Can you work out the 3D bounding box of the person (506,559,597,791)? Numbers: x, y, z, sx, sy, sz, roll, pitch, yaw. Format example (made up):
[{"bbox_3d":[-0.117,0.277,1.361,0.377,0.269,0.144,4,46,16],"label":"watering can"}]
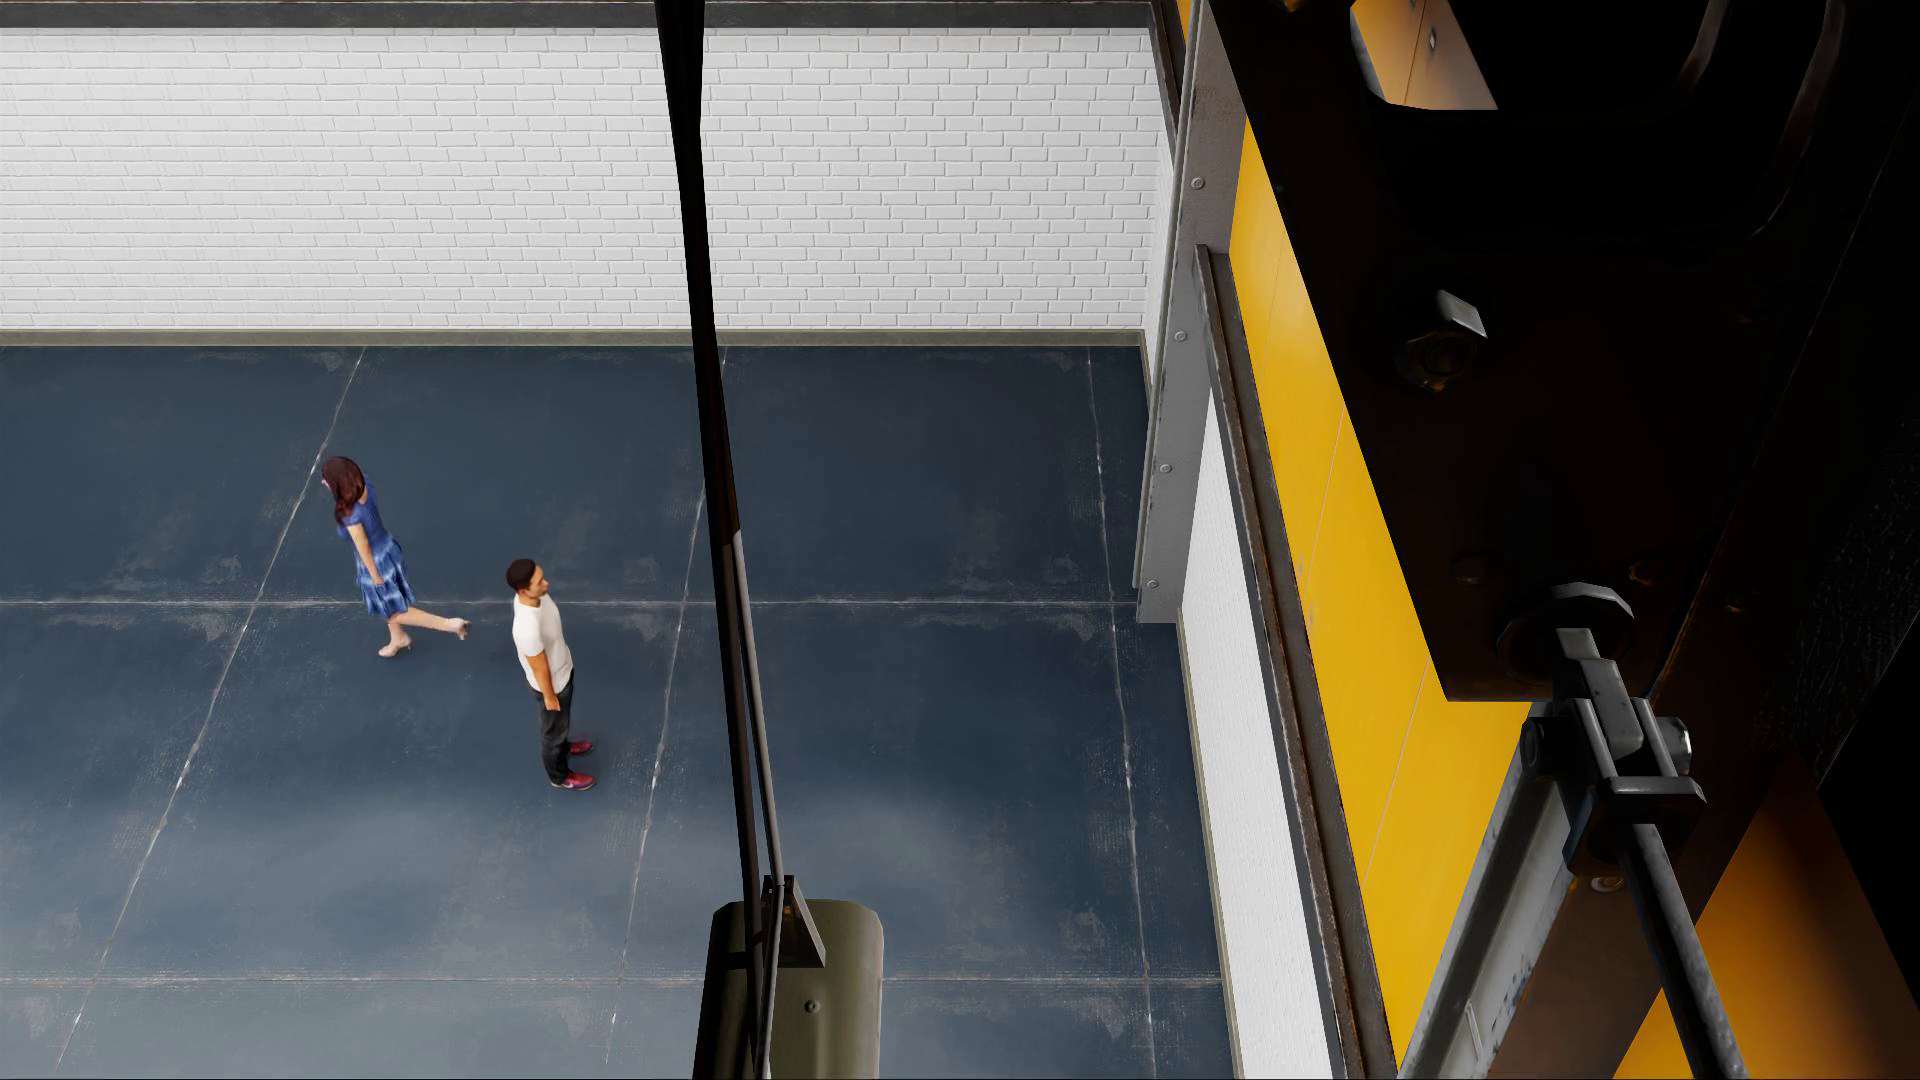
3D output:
[{"bbox_3d":[-2.485,0.788,9.980,0.740,1.801,0.529,-7,44,-7],"label":"person"}]

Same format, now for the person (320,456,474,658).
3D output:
[{"bbox_3d":[-3.633,0.160,10.653,0.771,1.783,0.895,-5,44,-5],"label":"person"}]
